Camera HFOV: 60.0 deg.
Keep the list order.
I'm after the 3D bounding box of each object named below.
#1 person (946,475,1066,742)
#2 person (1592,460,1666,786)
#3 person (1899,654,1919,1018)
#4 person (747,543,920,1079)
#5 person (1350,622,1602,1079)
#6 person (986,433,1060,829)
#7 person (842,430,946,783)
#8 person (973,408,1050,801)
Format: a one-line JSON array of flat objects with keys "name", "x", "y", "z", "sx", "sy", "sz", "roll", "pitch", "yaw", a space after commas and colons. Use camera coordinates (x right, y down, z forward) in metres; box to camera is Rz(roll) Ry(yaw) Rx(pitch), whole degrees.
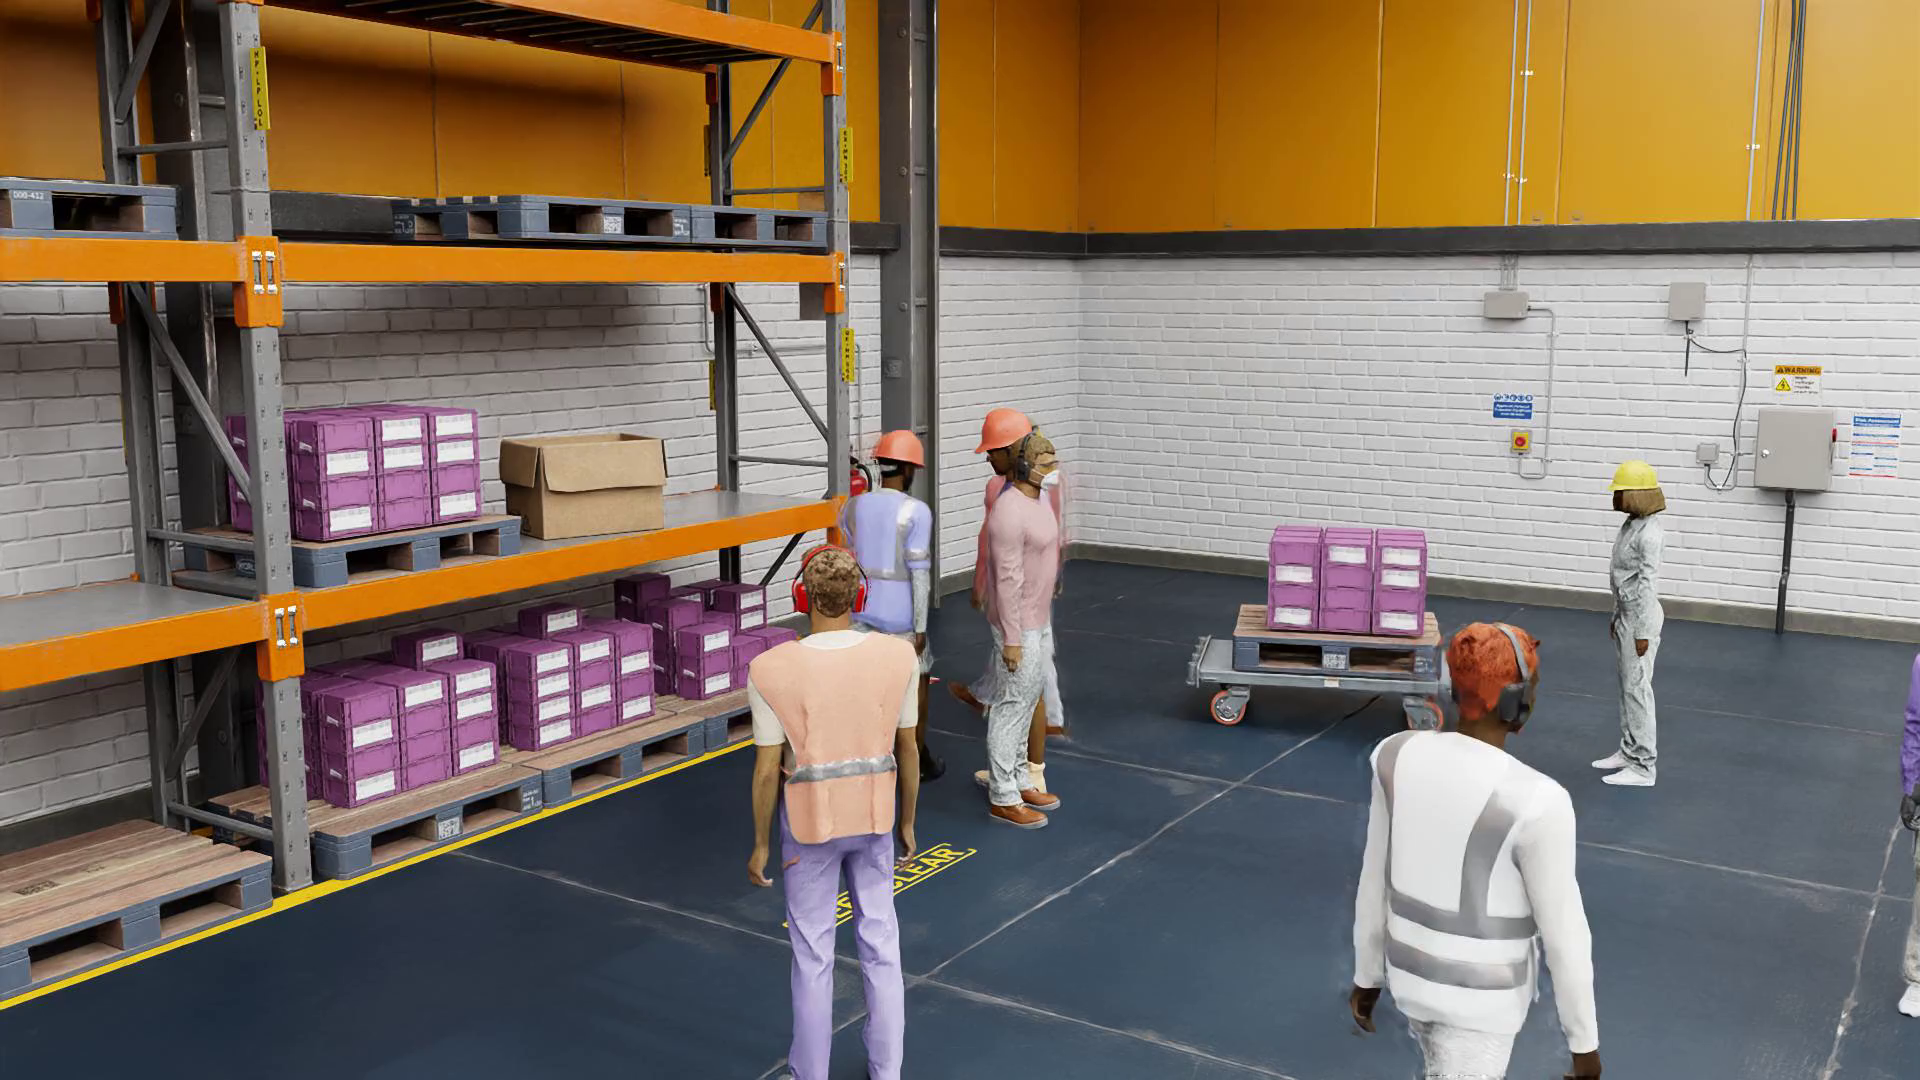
[{"name": "person", "x": 0.253, "y": 0.210, "z": 9.827, "sx": 0.985, "sy": 1.889, "sz": 0.648, "roll": 5, "pitch": 10, "yaw": 31}, {"name": "person", "x": 3.569, "y": 0.439, "z": 8.867, "sx": 0.320, "sy": 1.737, "sz": 0.488, "roll": 2, "pitch": 9, "yaw": 11}, {"name": "person", "x": 3.629, "y": 0.941, "z": 5.931, "sx": 0.510, "sy": 1.629, "sz": 0.316, "roll": 6, "pitch": 10, "yaw": 33}, {"name": "person", "x": -0.393, "y": 0.931, "z": 5.292, "sx": 0.563, "sy": 1.847, "sz": 0.389, "roll": -3, "pitch": 9, "yaw": -21}, {"name": "person", "x": 1.339, "y": 1.111, "z": 4.133, "sx": 0.931, "sy": 1.841, "sz": 0.607, "roll": -5, "pitch": 10, "yaw": -29}, {"name": "person", "x": 0.317, "y": 0.434, "z": 8.227, "sx": 0.354, "sy": 1.937, "sz": 0.635, "roll": 3, "pitch": 9, "yaw": 16}, {"name": "person", "x": -0.348, "y": 0.376, "z": 8.720, "sx": 0.570, "sy": 1.893, "sz": 0.797, "roll": 4, "pitch": 10, "yaw": 27}, {"name": "person", "x": 0.267, "y": 0.338, "z": 8.547, "sx": 0.392, "sy": 2.033, "sz": 0.605, "roll": -2, "pitch": 9, "yaw": -10}]
